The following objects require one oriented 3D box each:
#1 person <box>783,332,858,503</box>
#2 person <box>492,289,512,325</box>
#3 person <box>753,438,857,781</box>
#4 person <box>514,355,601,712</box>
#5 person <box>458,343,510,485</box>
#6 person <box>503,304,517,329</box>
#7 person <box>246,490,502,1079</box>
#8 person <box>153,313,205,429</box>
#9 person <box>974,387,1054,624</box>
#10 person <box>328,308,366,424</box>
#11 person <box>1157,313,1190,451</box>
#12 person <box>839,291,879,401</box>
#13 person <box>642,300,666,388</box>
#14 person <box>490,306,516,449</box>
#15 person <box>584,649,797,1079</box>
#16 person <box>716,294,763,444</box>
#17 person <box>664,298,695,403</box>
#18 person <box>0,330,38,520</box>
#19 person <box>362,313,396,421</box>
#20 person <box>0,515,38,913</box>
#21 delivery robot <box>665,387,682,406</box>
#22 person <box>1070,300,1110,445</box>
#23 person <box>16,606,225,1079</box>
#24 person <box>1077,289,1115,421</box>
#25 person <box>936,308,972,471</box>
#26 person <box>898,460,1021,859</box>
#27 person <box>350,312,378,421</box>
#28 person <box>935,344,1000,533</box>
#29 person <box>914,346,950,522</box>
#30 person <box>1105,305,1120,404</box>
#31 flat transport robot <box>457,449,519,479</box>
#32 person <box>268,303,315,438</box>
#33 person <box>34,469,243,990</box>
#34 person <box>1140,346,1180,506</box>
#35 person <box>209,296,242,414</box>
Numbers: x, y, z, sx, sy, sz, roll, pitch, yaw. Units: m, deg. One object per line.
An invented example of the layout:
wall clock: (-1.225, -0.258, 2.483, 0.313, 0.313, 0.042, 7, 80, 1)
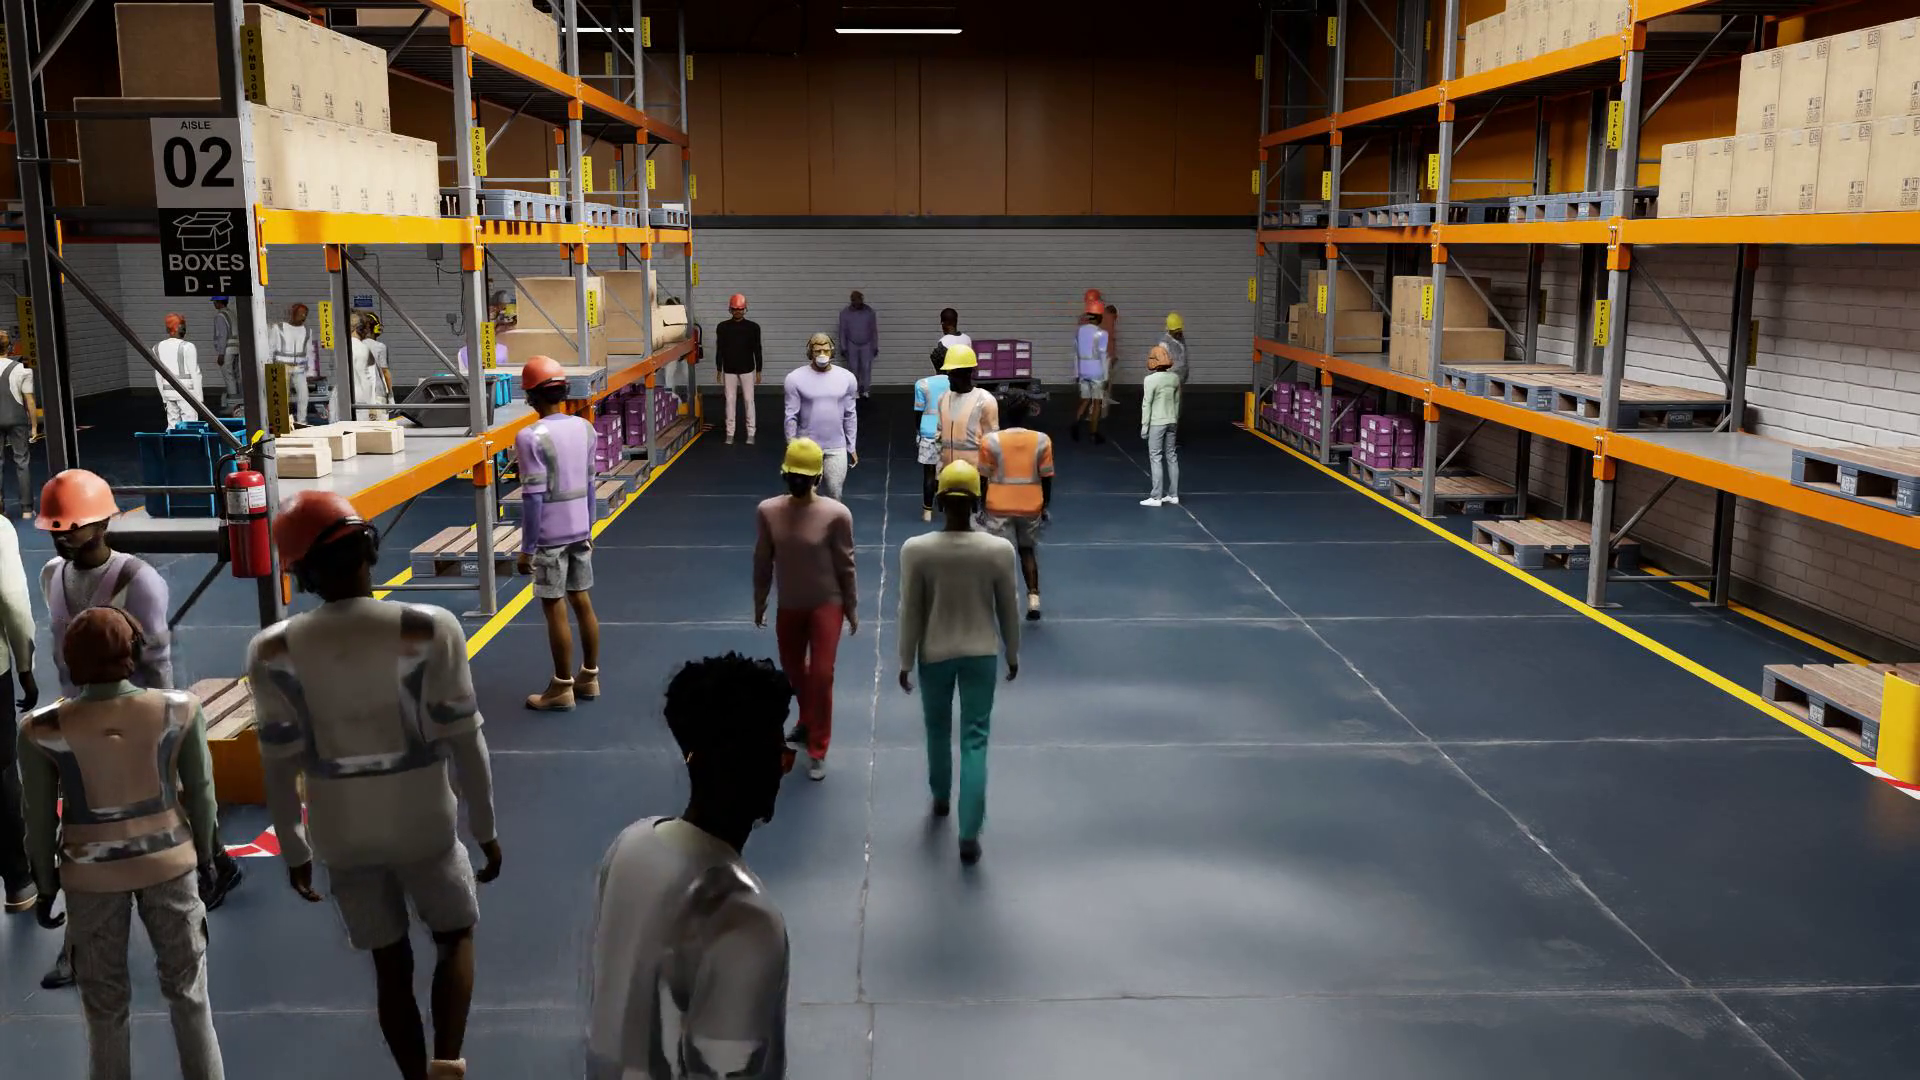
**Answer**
person: (-1.153, -0.761, 13.867, 0.632, 1.938, 0.359, -3, 11, -18)
person: (-6.634, -2.652, 24.123, 0.681, 2.000, 0.916, 3, 11, 15)
person: (-0.767, 0.307, 8.525, 0.584, 1.726, 0.688, 4, 11, 20)
person: (-2.328, -0.033, 9.532, 0.395, 2.040, 0.609, 5, 11, 26)
person: (-5.255, -1.533, 18.459, 0.561, 1.836, 0.378, -4, 11, -19)
person: (-6.166, -2.370, 23.181, 0.407, 1.817, 0.605, 3, 11, 17)
person: (-1.668, 0.847, 4.781, 0.671, 1.986, 0.472, -1, 10, -5)
person: (-8.731, -1.595, 18.667, 0.575, 1.884, 0.355, 3, 11, 17)
person: (0.372, -0.219, 11.561, 0.537, 1.685, 0.373, -3, 11, -15)
person: (-7.109, -1.747, 19.394, 0.661, 1.927, 0.484, 4, 11, 19)
person: (2.720, -2.011, 21.274, 0.452, 1.785, 0.692, 6, 12, 31)
person: (-1.702, -3.281, 28.169, 0.675, 1.854, 1.013, -1, 10, -5)
person: (-5.043, -3.132, 27.368, 0.540, 1.841, 0.795, 4, 11, 22)
person: (-5.795, -1.998, 20.918, 0.685, 1.880, 0.476, 2, 10, 11)
person: (-0.492, 1.170, 3.128, 0.736, 1.925, 0.618, -8, 13, -38)
person: (-2.936, -2.259, 22.078, 0.622, 1.991, 0.402, 0, 10, 1)
person: (-4.554, -2.980, 26.642, 0.610, 1.780, 0.963, 4, 11, 23)
person: (-9.180, -1.095, 16.034, 0.510, 1.840, 0.338, -4, 11, -21)
person: (-6.653, -1.640, 18.945, 0.514, 1.876, 0.328, 4, 11, 20)
person: (-3.982, 0.520, 6.573, 0.611, 1.996, 0.378, -4, 11, -19)
delivery robot: (-4.246, -1.987, 24.297, 0.477, 0.478, 0.707, -2, 10, -12)
person: (1.721, -2.198, 21.932, 0.561, 1.918, 0.500, 9, 14, 41)
person: (-2.453, 0.999, 4.904, 0.515, 1.639, 0.314, -6, 12, -30)
person: (1.996, -2.749, 24.827, 0.640, 1.977, 0.432, 7, 12, 33)
person: (-0.076, -1.745, 19.424, 0.391, 1.913, 0.587, 6, 12, 31)
person: (0.000, 0.504, 7.454, 0.545, 1.707, 0.893, 0, 10, 1)
person: (-6.370, -1.446, 17.691, 0.372, 1.938, 0.630, -9, 14, -42)
person: (0.028, -0.500, 12.448, 0.591, 1.925, 0.387, 10, 14, 43)
person: (-0.176, -1.005, 15.927, 0.530, 1.688, 0.323, -1, 10, -7)
person: (2.465, -3.068, 27.577, 0.264, 1.631, 0.508, -5, 11, -24)
flat transport robot: (-5.333, -0.894, 19.256, 0.652, 0.197, 1.431, -1, 10, -3)
person: (-9.144, -2.288, 22.647, 0.710, 1.855, 0.349, -9, 14, -42)
person: (-3.141, 0.633, 6.312, 0.550, 1.888, 0.967, 2, 10, 13)
person: (2.044, -1.159, 16.973, 0.497, 1.626, 0.288, -9, 13, -40)
person: (-11.444, -2.933, 25.945, 0.404, 1.945, 0.616, -1, 10, -4)
